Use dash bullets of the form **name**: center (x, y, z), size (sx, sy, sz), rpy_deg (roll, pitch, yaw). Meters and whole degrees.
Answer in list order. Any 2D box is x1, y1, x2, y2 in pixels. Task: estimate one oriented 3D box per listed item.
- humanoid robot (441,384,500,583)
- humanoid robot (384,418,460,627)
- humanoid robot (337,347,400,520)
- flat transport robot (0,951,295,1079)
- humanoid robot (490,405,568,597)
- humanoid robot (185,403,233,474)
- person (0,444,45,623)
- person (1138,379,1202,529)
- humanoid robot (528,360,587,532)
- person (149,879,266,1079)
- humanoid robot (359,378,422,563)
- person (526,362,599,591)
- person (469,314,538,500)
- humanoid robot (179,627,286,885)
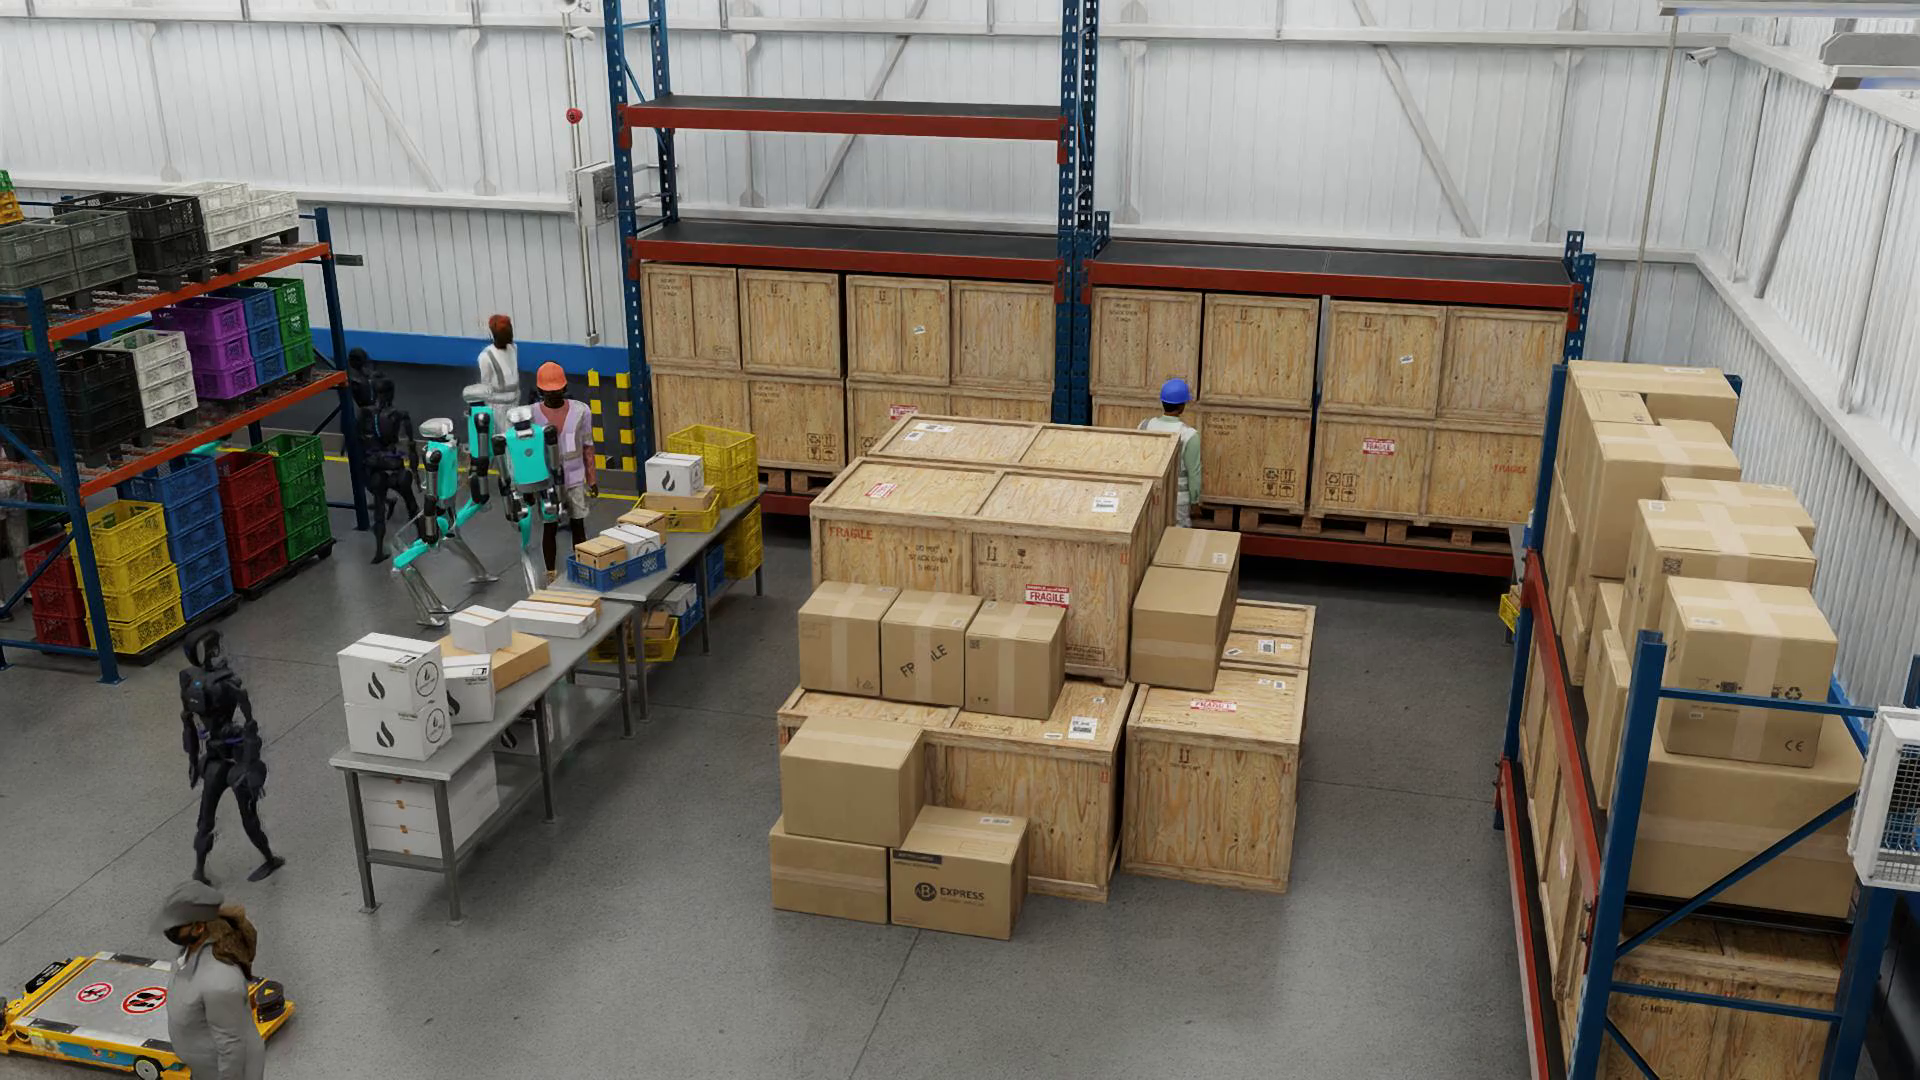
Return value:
- **humanoid robot**: center (-4.223, -0.436, 14.089), size (0.674, 1.762, 0.541), rpy_deg (-7, 22, -17)
- **humanoid robot**: center (-4.314, -0.148, 13.256), size (0.738, 1.701, 0.530), rpy_deg (1, 21, 3)
- **humanoid robot**: center (-5.535, -1.015, 15.744), size (0.615, 1.633, 0.583), rpy_deg (16, 26, 35)
- **flat transport robot**: center (-4.270, 2.464, 8.601), size (1.431, 0.231, 0.659), rpy_deg (5, 22, 13)
- **humanoid robot**: center (-3.595, -0.327, 13.872), size (0.577, 1.789, 0.870), rpy_deg (-9, 23, -21)
- **humanoid robot**: center (-7.144, -1.044, 15.705), size (0.924, 1.737, 0.542), rpy_deg (-16, 26, -35)
- **person**: center (-7.801, -0.251, 13.511), size (0.403, 1.834, 0.587), rpy_deg (13, 25, 31)
- **person**: center (1.720, -0.375, 13.675), size (0.603, 1.949, 0.386), rpy_deg (17, 27, 38)
- **humanoid robot**: center (-3.727, -0.853, 15.300), size (0.589, 1.656, 0.331), rpy_deg (9, 23, 22)
- **person**: center (-3.143, 2.220, 7.135), size (0.400, 1.769, 0.563), rpy_deg (-14, 25, -33)
- **humanoid robot**: center (-5.083, -0.656, 14.842), size (0.585, 1.629, 0.764), rpy_deg (5, 21, 12)
- **person**: center (-3.320, -0.491, 13.847), size (0.613, 2.042, 0.370), rpy_deg (-9, 23, -22)
- **person**: center (-4.524, -1.305, 16.236), size (0.743, 1.861, 0.576), rpy_deg (7, 22, 17)
- **humanoid robot**: center (-4.307, 1.312, 9.670), size (0.603, 1.644, 0.610), rpy_deg (8, 22, 20)
